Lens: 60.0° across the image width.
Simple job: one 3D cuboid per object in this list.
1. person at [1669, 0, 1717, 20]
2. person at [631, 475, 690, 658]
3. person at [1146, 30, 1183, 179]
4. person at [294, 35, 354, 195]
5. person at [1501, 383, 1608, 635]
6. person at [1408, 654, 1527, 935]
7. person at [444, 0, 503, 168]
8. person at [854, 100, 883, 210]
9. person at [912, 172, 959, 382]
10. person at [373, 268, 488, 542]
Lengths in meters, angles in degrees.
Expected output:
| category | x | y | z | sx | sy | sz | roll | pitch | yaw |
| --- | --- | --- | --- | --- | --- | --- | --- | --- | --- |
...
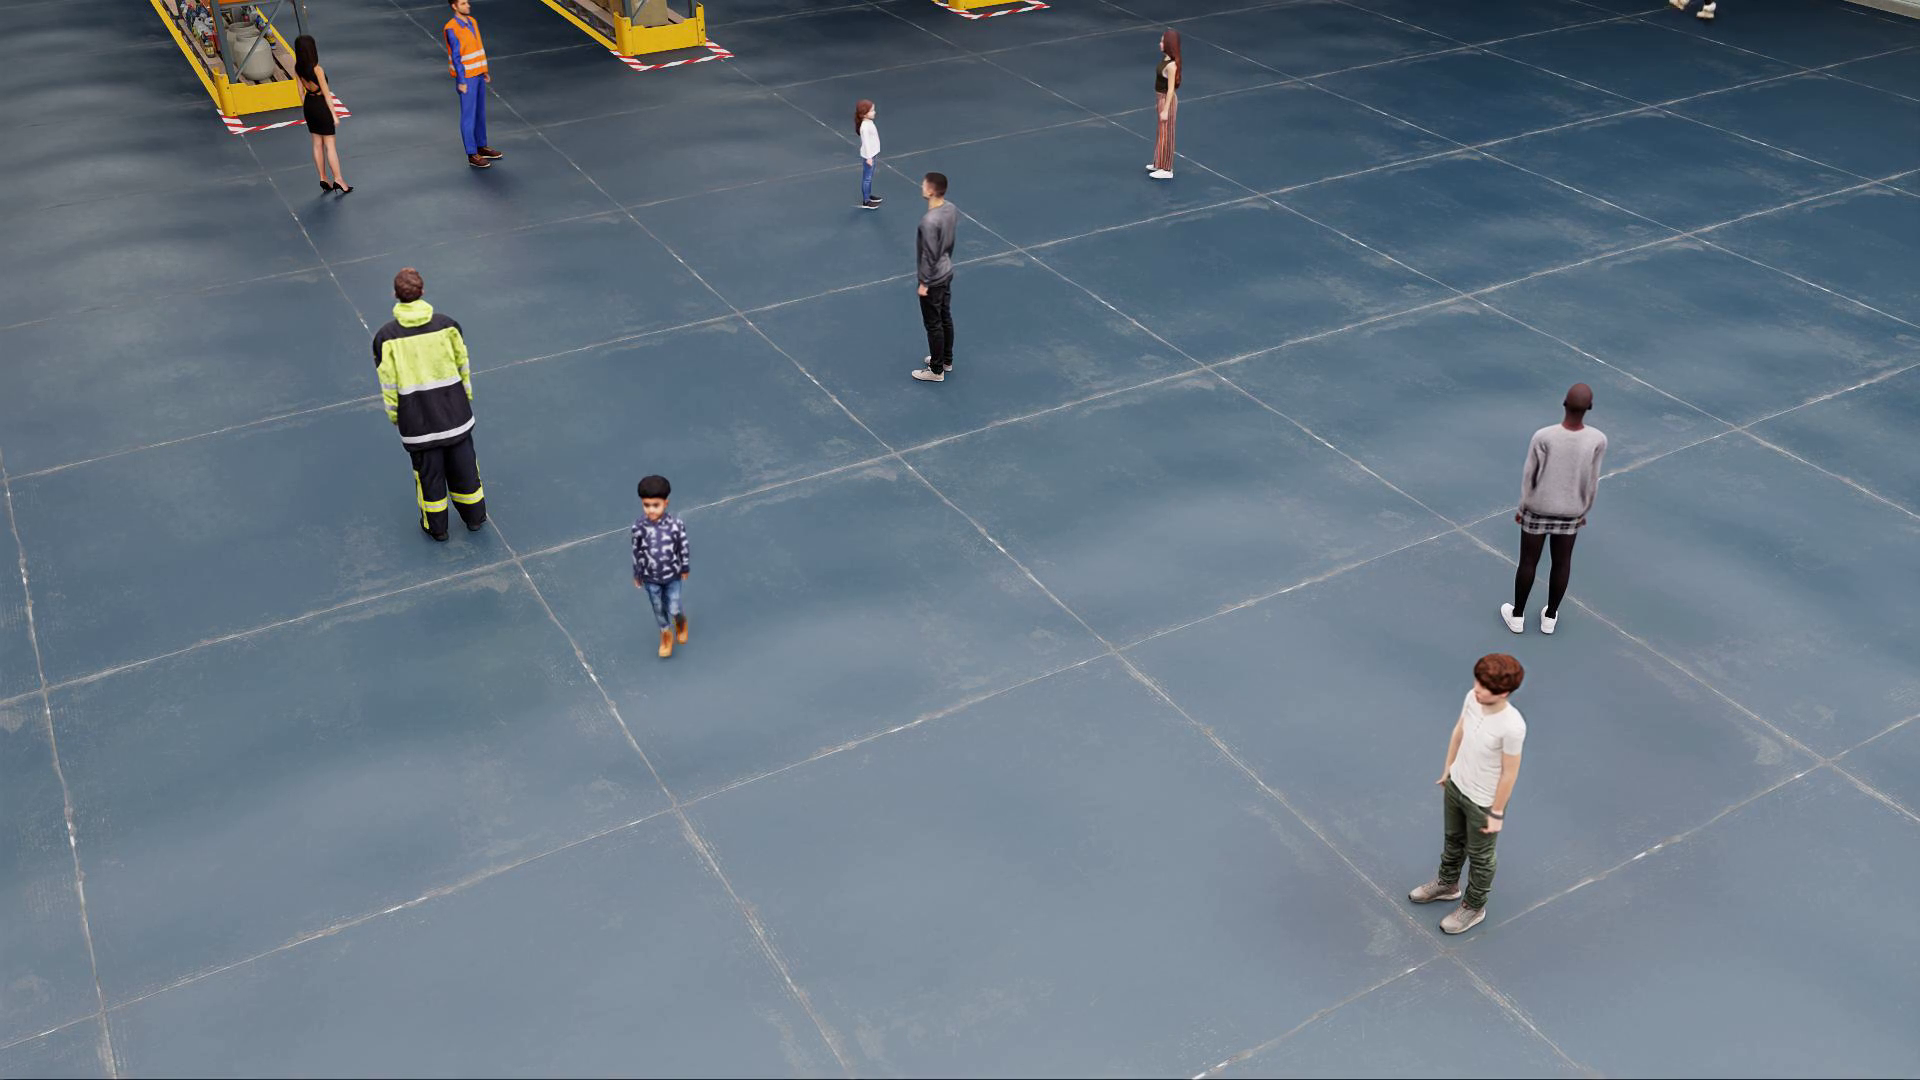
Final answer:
| category | x | y | z | sx | sy | sz | roll | pitch | yaw |
| --- | --- | --- | --- | --- | --- | --- | --- | --- | --- |
| person | 10.401 | -8.058 | 23.070 | 0.658 | 1.620 | 1.096 | -14 | 35 | -21 |
| person | -1.868 | 0.145 | 10.421 | 0.603 | 1.243 | 0.656 | 0 | 32 | 0 |
| person | 2.203 | -4.655 | 17.731 | 0.694 | 1.562 | 0.596 | -1 | 32 | -1 |
| person | -6.656 | -4.410 | 17.260 | 0.596 | 1.650 | 0.690 | 13 | 35 | 20 |
| person | 3.739 | -0.191 | 10.457 | 0.699 | 1.772 | 0.729 | 3 | 32 | 5 |
| person | 2.581 | 1.250 | 8.285 | 0.661 | 1.653 | 0.495 | -13 | 35 | -20 |
| person | -5.310 | -5.014 | 18.017 | 0.842 | 1.864 | 0.781 | 8 | 33 | 12 |
| person | -0.945 | -3.987 | 17.095 | 0.592 | 1.110 | 0.524 | 3 | 32 | 4 |
| person | -0.194 | -2.153 | 13.578 | 0.728 | 1.761 | 0.702 | 14 | 35 | 21 |
| person | -3.642 | -0.931 | 11.433 | 0.760 | 1.983 | 0.617 | -18 | 36 | -26 |
